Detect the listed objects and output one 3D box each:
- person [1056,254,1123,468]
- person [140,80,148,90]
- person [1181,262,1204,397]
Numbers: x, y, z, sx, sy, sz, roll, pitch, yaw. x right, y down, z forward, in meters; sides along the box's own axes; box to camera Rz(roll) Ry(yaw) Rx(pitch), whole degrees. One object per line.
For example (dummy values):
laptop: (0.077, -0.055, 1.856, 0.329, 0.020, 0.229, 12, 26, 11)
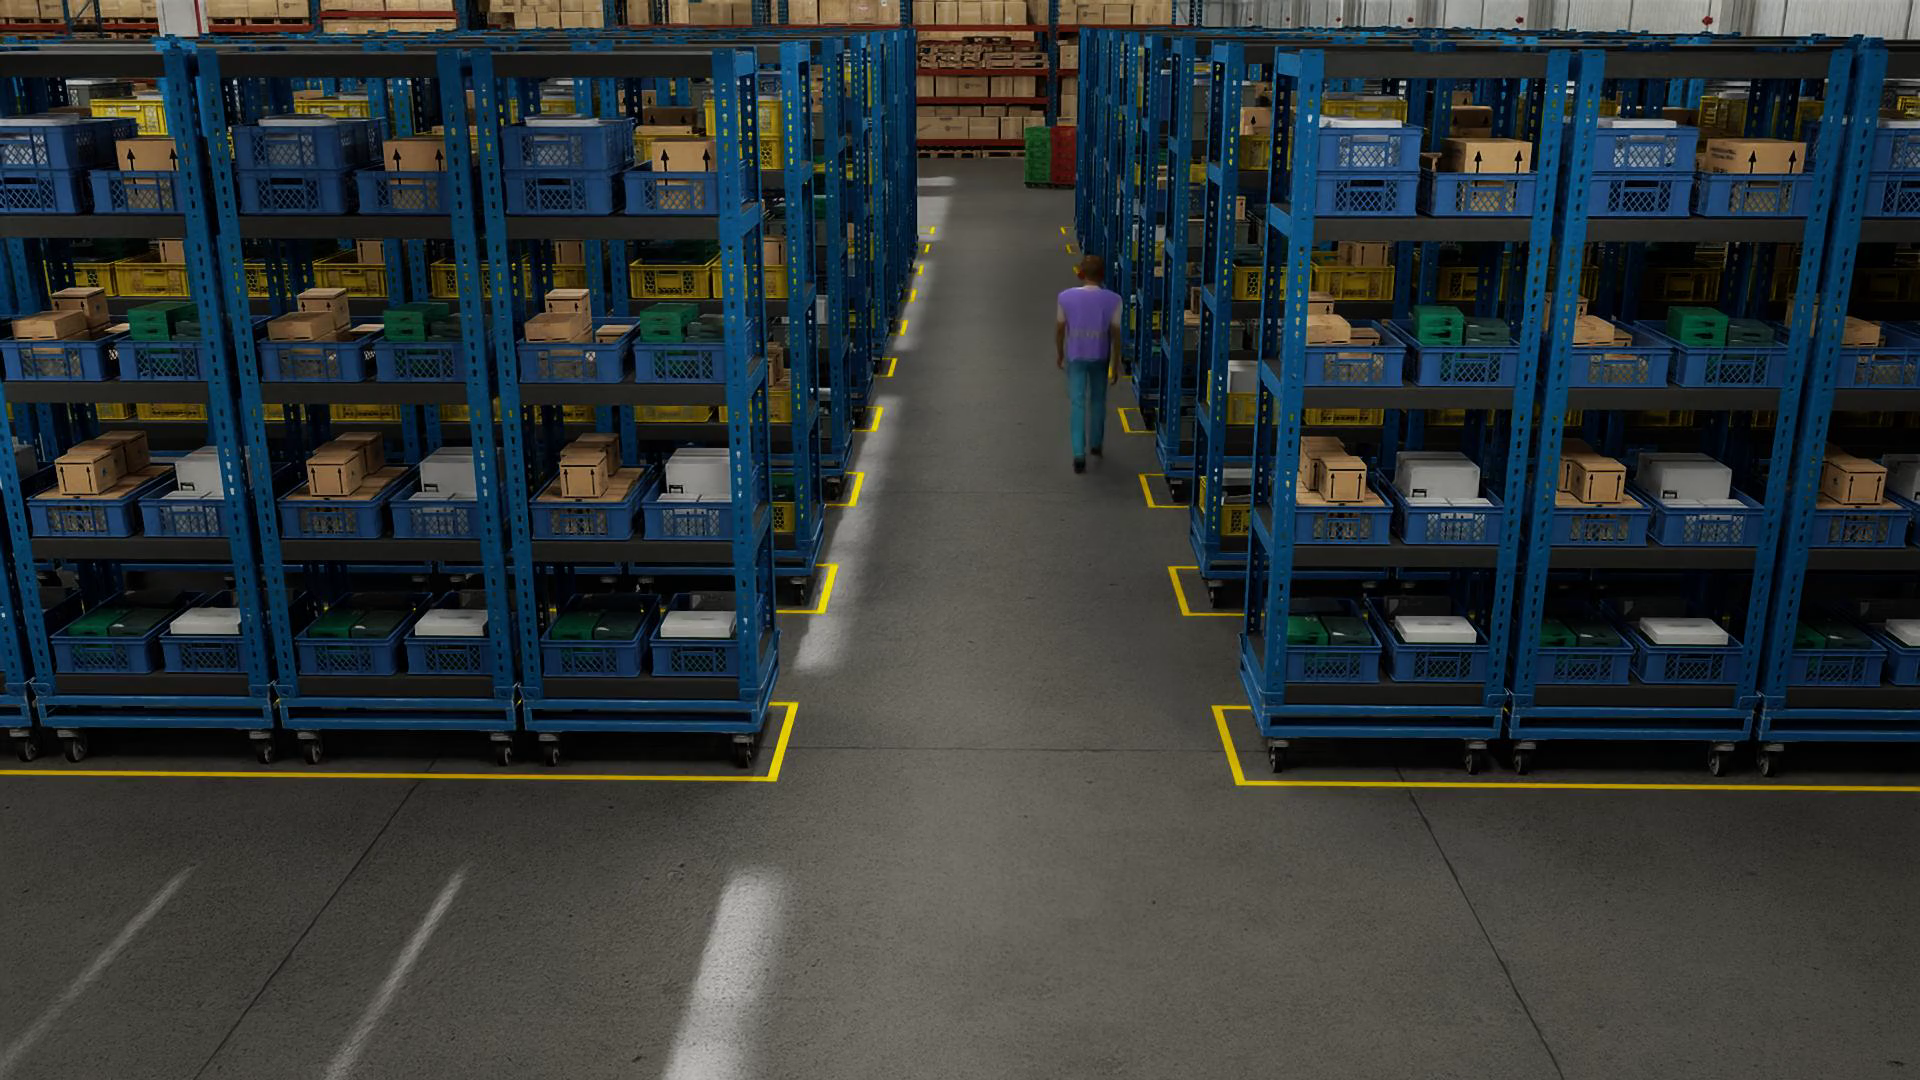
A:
person: (1.109, -1.544, 14.344, 0.569, 1.810, 0.945, 1, 17, 4)
person: (-26.028, -13.774, 53.246, 0.429, 1.844, 0.623, 4, 18, 13)
person: (2.330, -2.376, 16.930, 0.404, 1.833, 0.587, -1, 17, -4)
